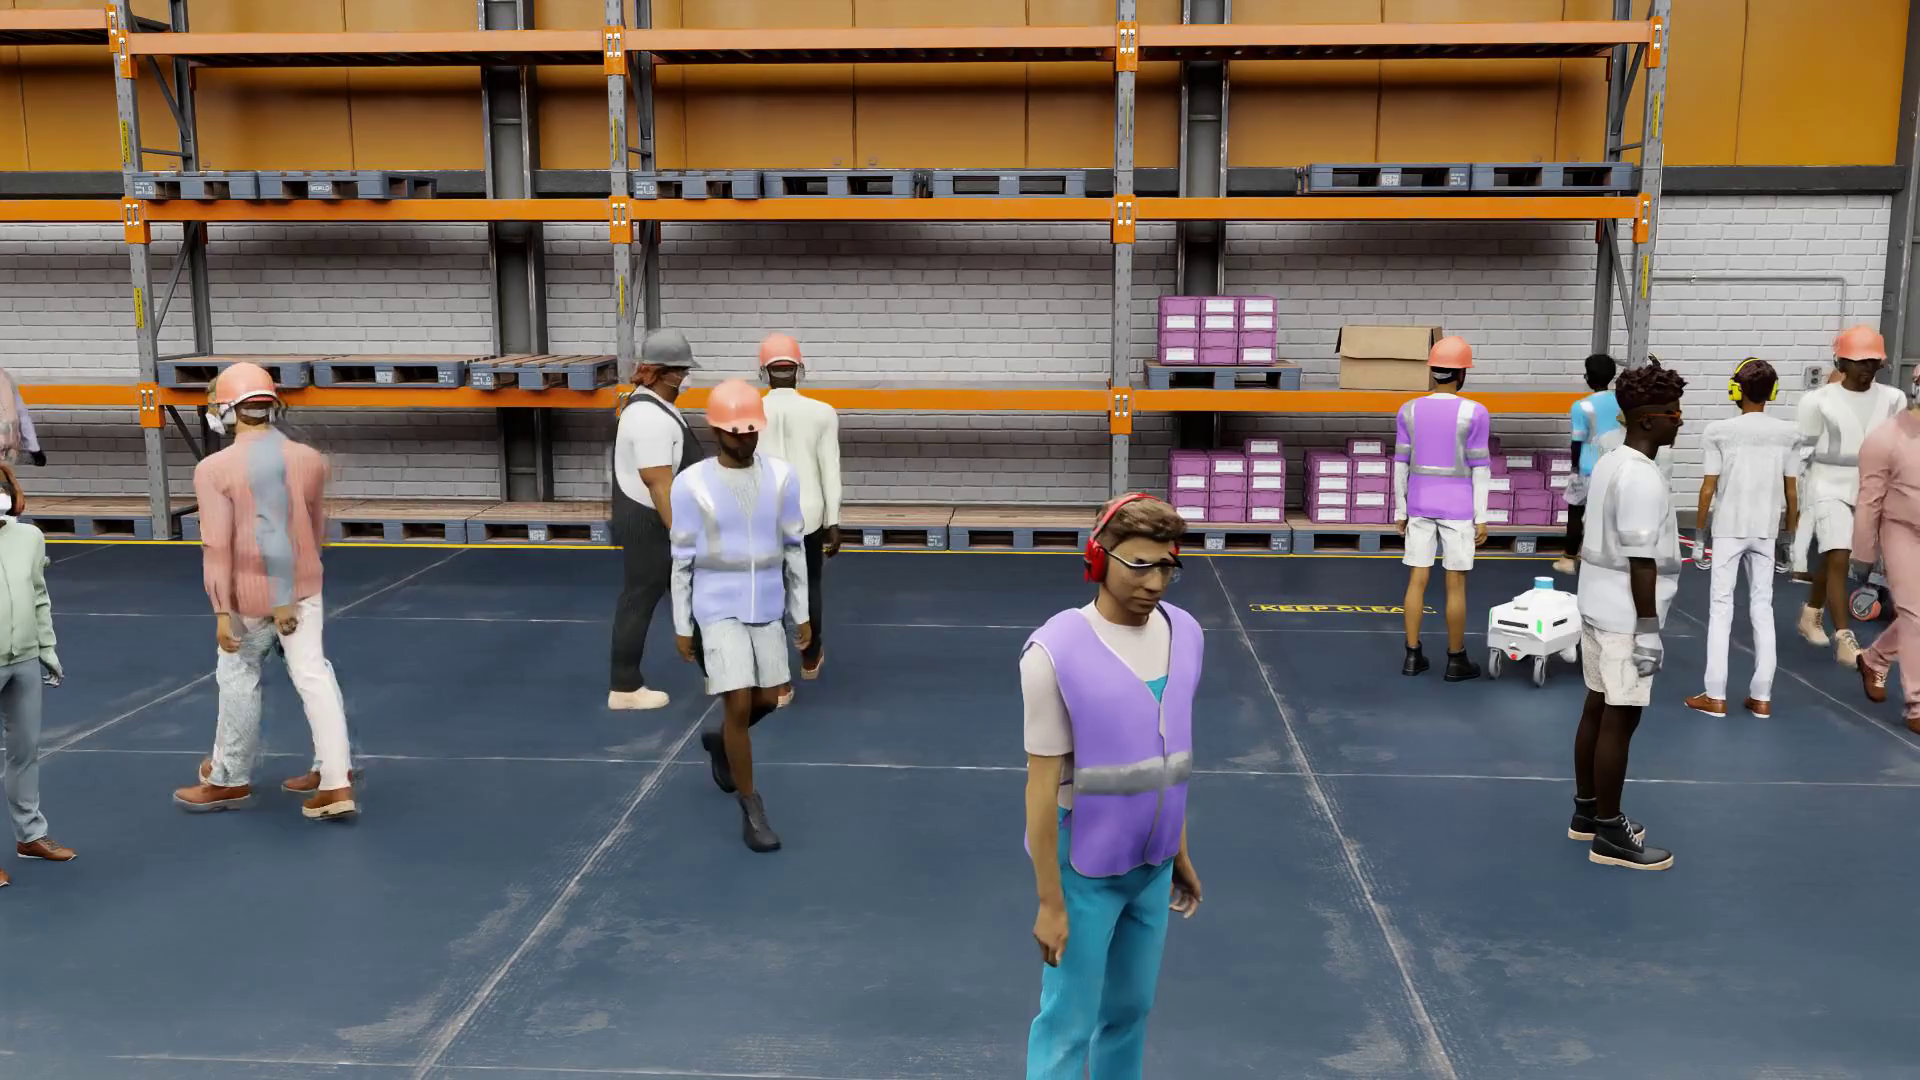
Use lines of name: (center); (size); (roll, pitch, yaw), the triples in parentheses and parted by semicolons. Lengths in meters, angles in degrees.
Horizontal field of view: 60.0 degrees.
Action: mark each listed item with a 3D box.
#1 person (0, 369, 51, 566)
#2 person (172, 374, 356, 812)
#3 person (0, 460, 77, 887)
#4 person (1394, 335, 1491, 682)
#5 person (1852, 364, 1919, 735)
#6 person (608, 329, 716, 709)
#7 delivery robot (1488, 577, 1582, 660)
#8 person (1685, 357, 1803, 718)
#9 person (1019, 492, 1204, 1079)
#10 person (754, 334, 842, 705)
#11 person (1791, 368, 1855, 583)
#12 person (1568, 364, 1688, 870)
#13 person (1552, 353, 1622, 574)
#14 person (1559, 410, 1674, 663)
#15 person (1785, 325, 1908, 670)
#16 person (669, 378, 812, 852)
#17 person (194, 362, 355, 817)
person: (-7.373, -0.666, 12.678); (0.953, 1.799, 0.634); (2, 10, 14)
person: (-3.088, 0.209, 7.222); (0.863, 1.899, 0.645); (-2, 10, -13)
person: (-3.679, 0.487, 6.370); (0.282, 1.636, 0.500); (4, 10, 21)
person: (2.716, -0.175, 9.362); (0.542, 1.939, 0.369); (8, 12, 38)
person: (4.870, 0.013, 8.460); (0.641, 1.878, 0.907); (-1, 10, -8)
person: (-1.449, -0.116, 8.720); (0.921, 2.000, 0.710); (-1, 10, -7)
delivery robot: (3.308, 0.453, 9.456); (0.707, 0.478, 0.477); (-9, 14, -44)
person: (4.071, -0.008, 8.615); (0.513, 1.863, 0.328); (1, 10, 5)
person: (0.360, 0.791, 4.001); (0.565, 1.837, 0.396); (-9, 13, -43)
person: (-0.957, -0.140, 9.089); (0.638, 1.950, 0.996); (0, 10, -2)
person: (6.405, -0.481, 12.130); (0.870, 1.584, 0.517); (-5, 11, -28)
person: (2.630, 0.290, 6.555); (0.372, 1.966, 0.603); (1, 10, 8)
person: (4.711, -0.534, 12.214); (0.539, 1.676, 0.742); (-2, 10, -9)
person: (3.738, -0.053, 9.384); (0.578, 1.701, 0.527); (-6, 11, -29)
person: (5.233, -0.270, 9.814); (0.618, 1.991, 1.046); (-1, 10, -3)
person: (-0.930, 0.267, 6.875); (0.566, 1.908, 0.808); (-5, 11, -28)
person: (-2.952, 0.211, 7.127); (1.068, 1.936, 0.603); (8, 13, 41)
